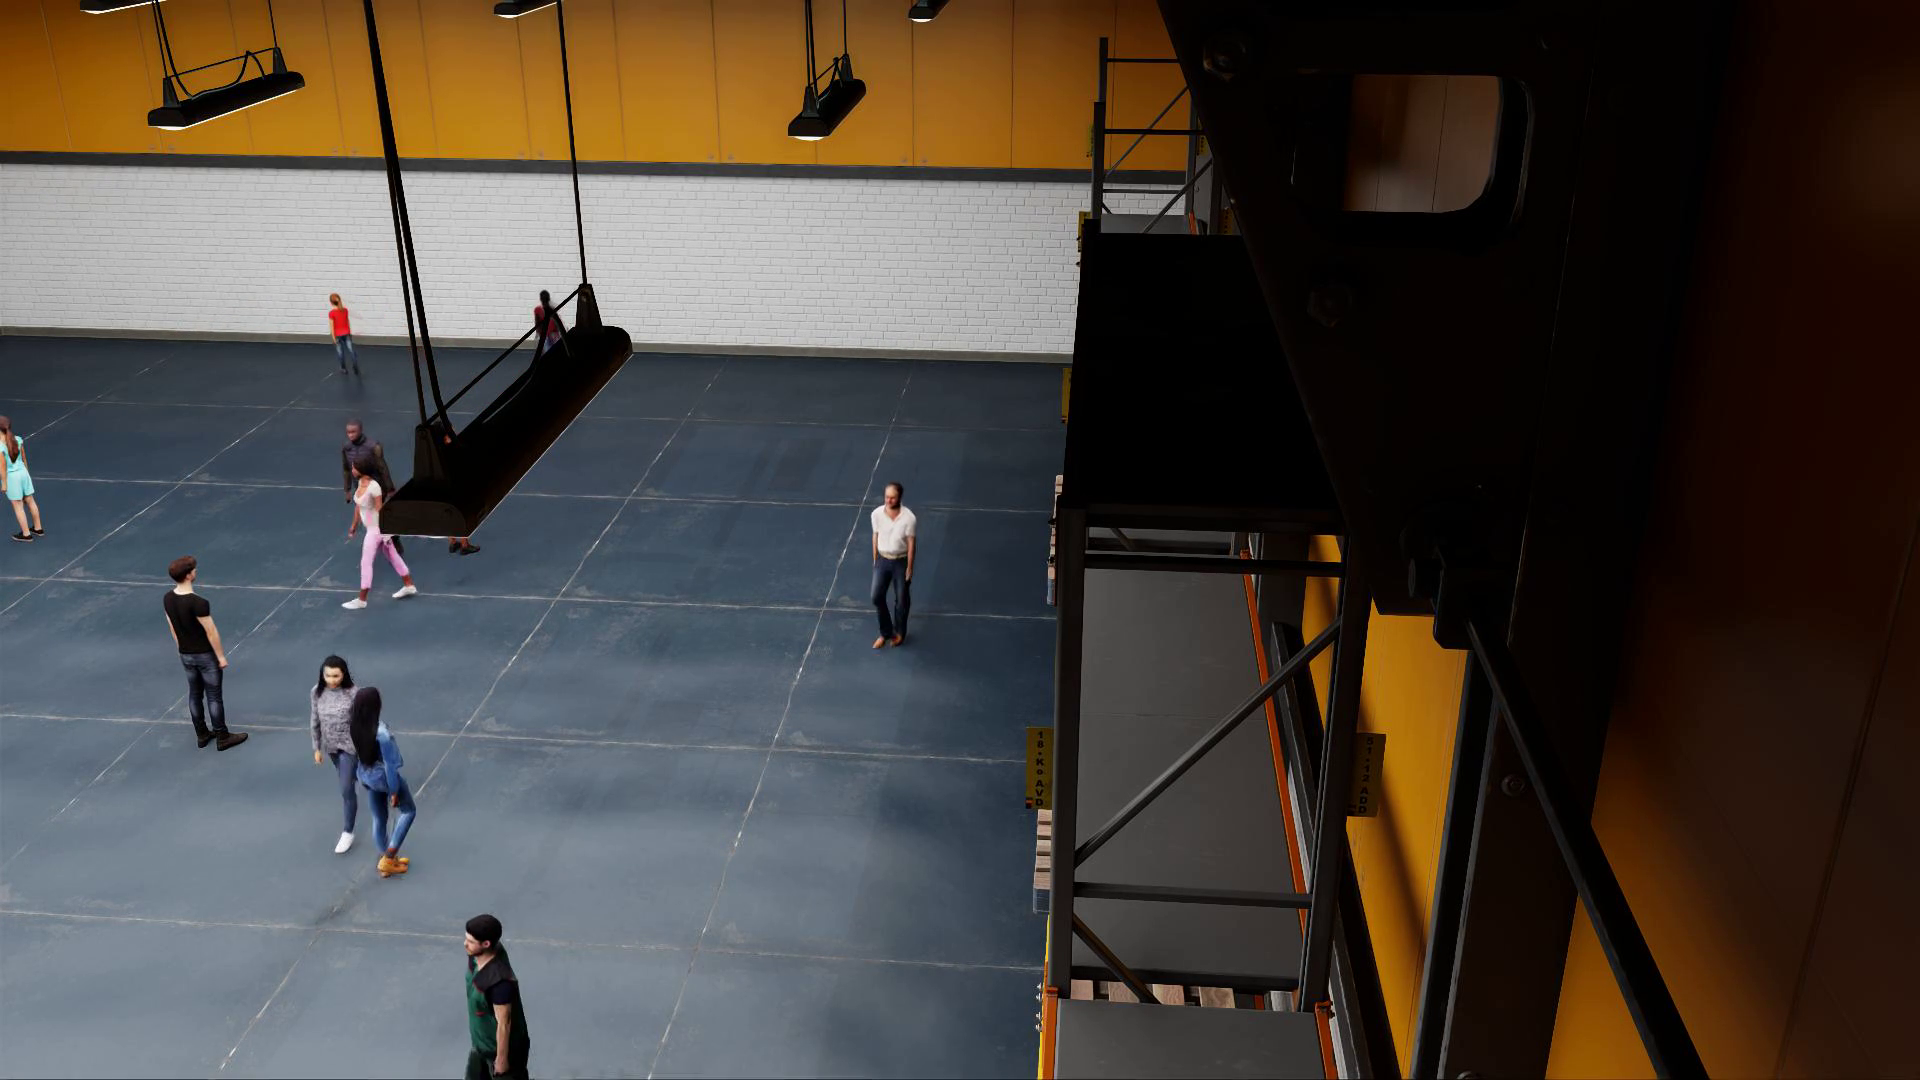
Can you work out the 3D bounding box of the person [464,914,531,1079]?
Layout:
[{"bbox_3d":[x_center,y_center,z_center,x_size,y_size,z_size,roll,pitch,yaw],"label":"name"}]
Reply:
[{"bbox_3d":[-2.821,3.121,10.502,0.899,1.893,0.821,-14,27,-29],"label":"person"}]

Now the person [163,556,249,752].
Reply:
[{"bbox_3d":[-6.987,1.040,15.258,0.724,1.897,0.669,8,25,18],"label":"person"}]

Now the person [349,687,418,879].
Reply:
[{"bbox_3d":[-4.715,1.989,13.332,0.734,1.700,0.771,13,27,27],"label":"person"}]

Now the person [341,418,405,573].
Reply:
[{"bbox_3d":[-6.692,-0.589,19.119,0.917,1.788,1.141,8,25,18],"label":"person"}]

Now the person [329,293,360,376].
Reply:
[{"bbox_3d":[-9.469,-3.145,25.579,0.743,1.298,0.815,-18,29,-35],"label":"person"}]

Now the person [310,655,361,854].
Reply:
[{"bbox_3d":[-5.150,1.695,14.008,0.645,1.697,1.134,4,24,9],"label":"person"}]

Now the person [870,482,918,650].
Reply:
[{"bbox_3d":[-0.633,0.208,17.230,0.774,1.841,0.812,10,25,21],"label":"person"}]

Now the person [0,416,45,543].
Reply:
[{"bbox_3d":[-11.219,-0.743,19.759,0.671,1.557,0.564,9,25,21],"label":"person"}]

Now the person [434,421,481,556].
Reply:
[{"bbox_3d":[-5.908,-0.633,19.379,0.648,1.661,0.637,13,27,27],"label":"person"}]

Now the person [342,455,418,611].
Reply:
[{"bbox_3d":[-6.270,-0.114,18.145,1.081,1.699,1.064,-16,28,-32],"label":"person"}]

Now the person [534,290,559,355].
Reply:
[{"bbox_3d":[-6.430,-3.266,25.918,0.659,1.248,0.730,-11,26,-24],"label":"person"}]
